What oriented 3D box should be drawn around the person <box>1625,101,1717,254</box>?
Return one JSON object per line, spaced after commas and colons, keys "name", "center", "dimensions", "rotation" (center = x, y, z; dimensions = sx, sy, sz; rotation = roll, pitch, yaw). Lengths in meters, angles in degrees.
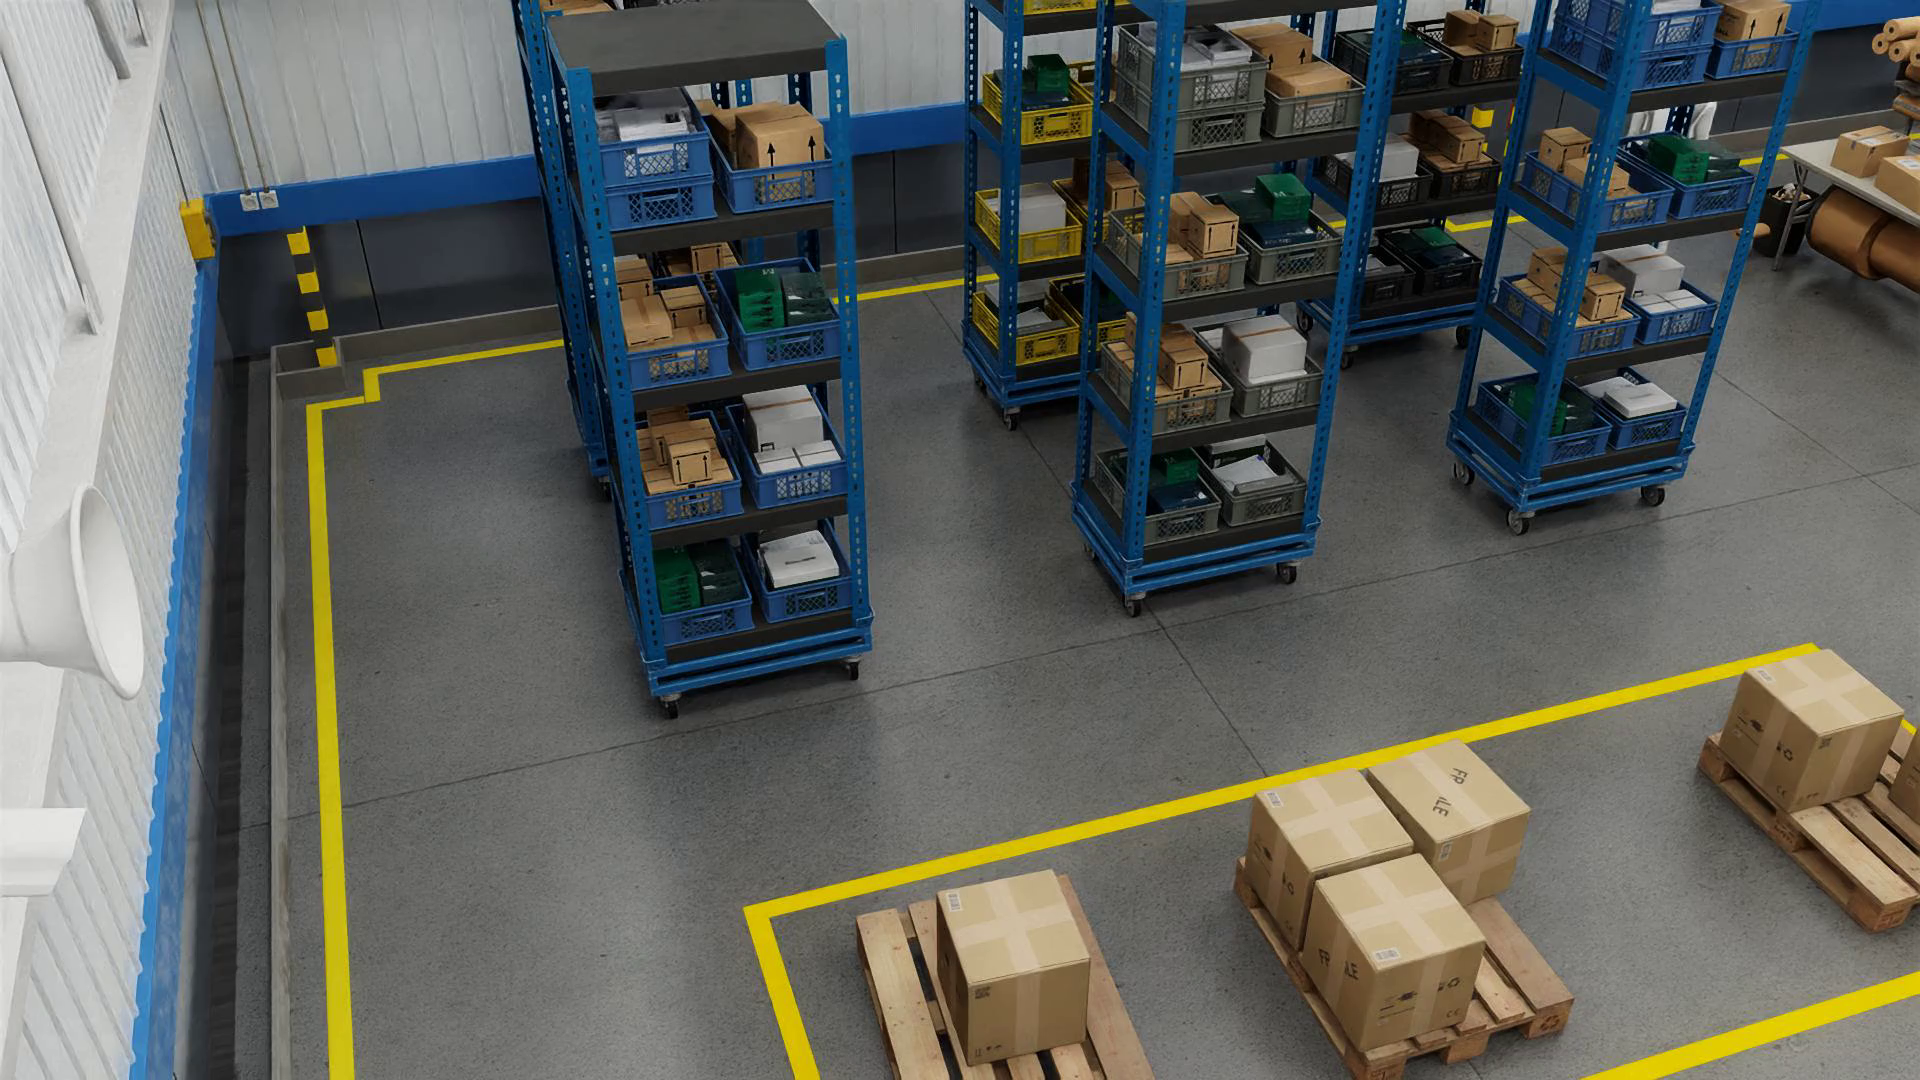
{"name": "person", "center": [5.355, -2.860, 12.724], "dimensions": [0.573, 1.871, 0.355], "rotation": [17, 39, 23]}
